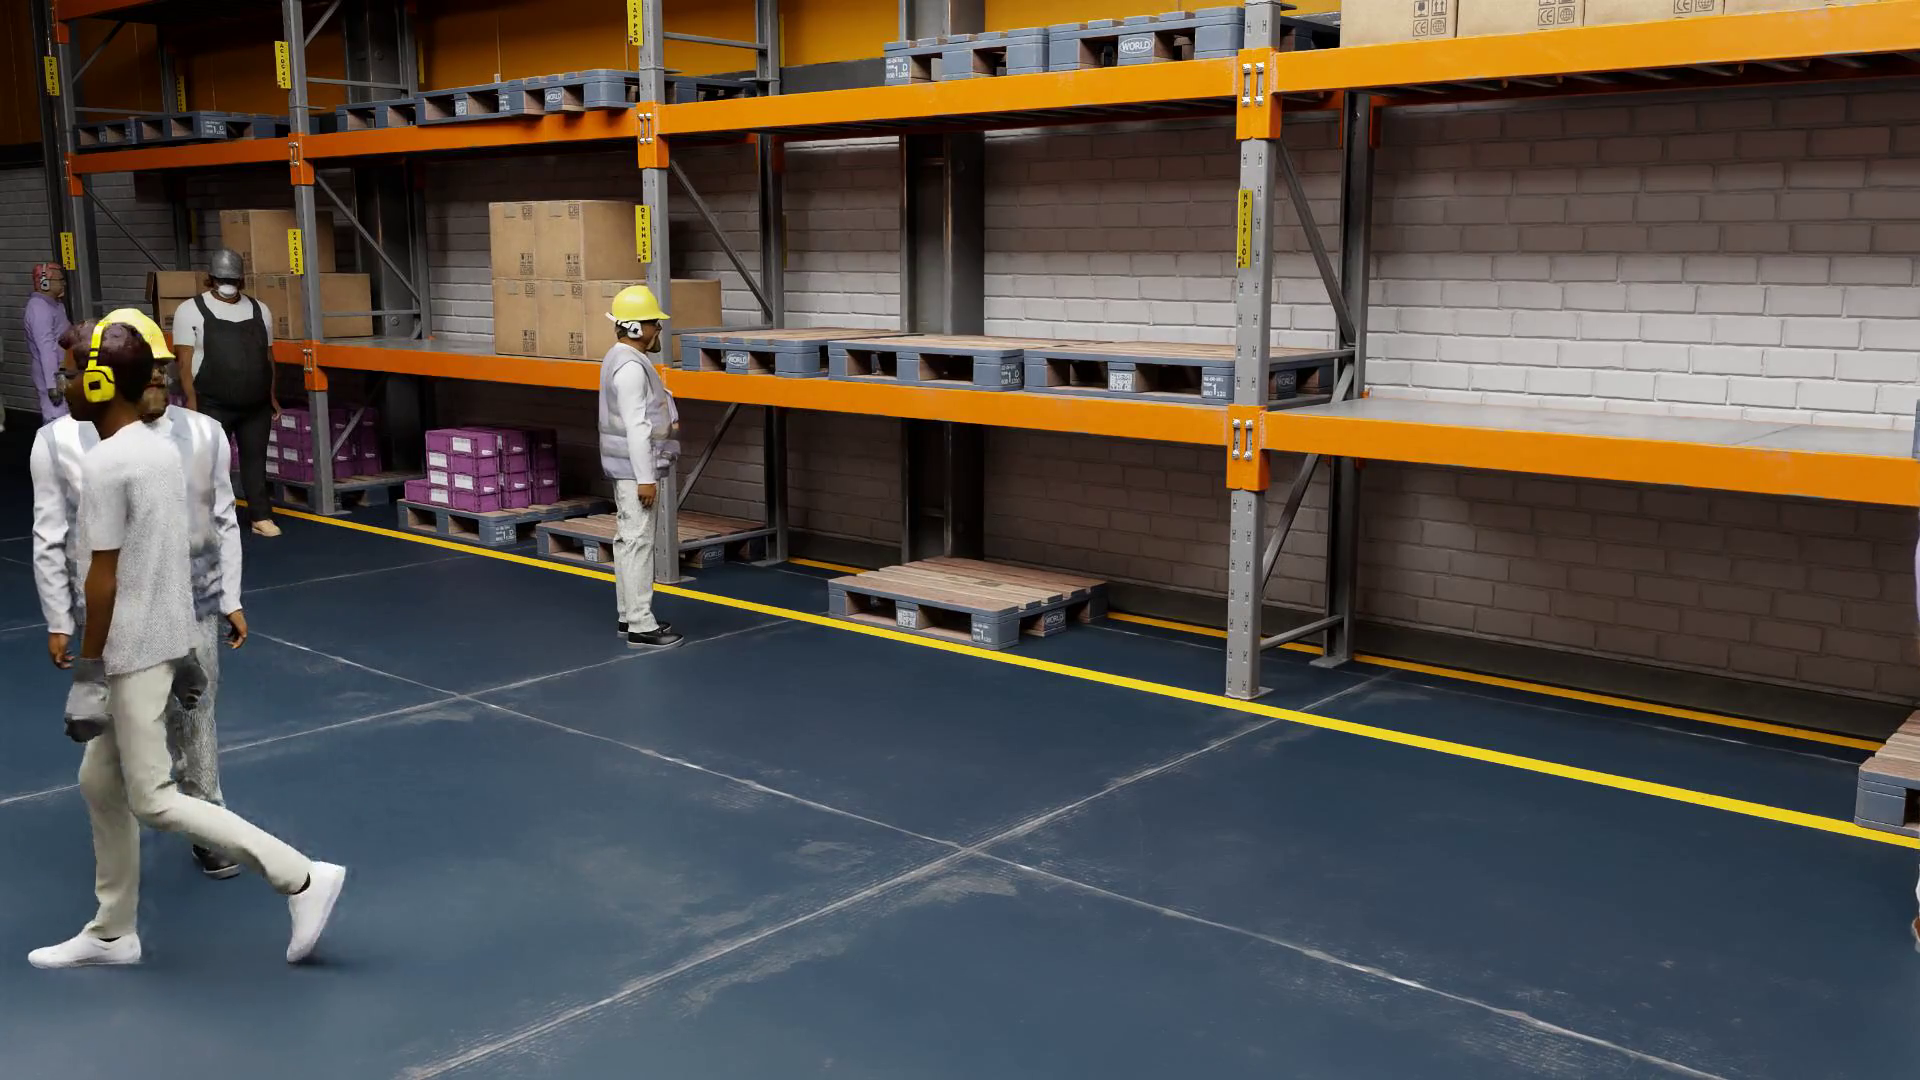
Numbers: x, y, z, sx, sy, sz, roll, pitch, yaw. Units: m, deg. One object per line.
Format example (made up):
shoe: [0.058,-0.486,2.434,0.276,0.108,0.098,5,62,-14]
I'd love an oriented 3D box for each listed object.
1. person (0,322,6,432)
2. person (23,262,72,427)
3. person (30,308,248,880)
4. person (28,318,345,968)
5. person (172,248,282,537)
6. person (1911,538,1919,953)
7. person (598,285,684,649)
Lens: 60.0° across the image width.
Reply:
person: [-10.723,-1.973,18.173,0.507,1.631,0.266,-9,13,-41]
person: [-7.357,-1.300,13.564,0.407,1.906,0.655,-5,11,-27]
person: [-2.555,0.198,5.229,0.600,1.836,0.404,-7,12,-36]
person: [-2.185,0.314,4.571,0.829,1.842,0.521,-2,10,-12]
person: [-5.019,-1.008,11.517,0.674,2.000,0.535,-10,14,-44]
person: [2.988,0.259,4.620,0.629,1.930,0.356,9,13,41]
person: [-1.625,-0.369,8.472,0.403,1.834,0.589,-3,11,-18]
